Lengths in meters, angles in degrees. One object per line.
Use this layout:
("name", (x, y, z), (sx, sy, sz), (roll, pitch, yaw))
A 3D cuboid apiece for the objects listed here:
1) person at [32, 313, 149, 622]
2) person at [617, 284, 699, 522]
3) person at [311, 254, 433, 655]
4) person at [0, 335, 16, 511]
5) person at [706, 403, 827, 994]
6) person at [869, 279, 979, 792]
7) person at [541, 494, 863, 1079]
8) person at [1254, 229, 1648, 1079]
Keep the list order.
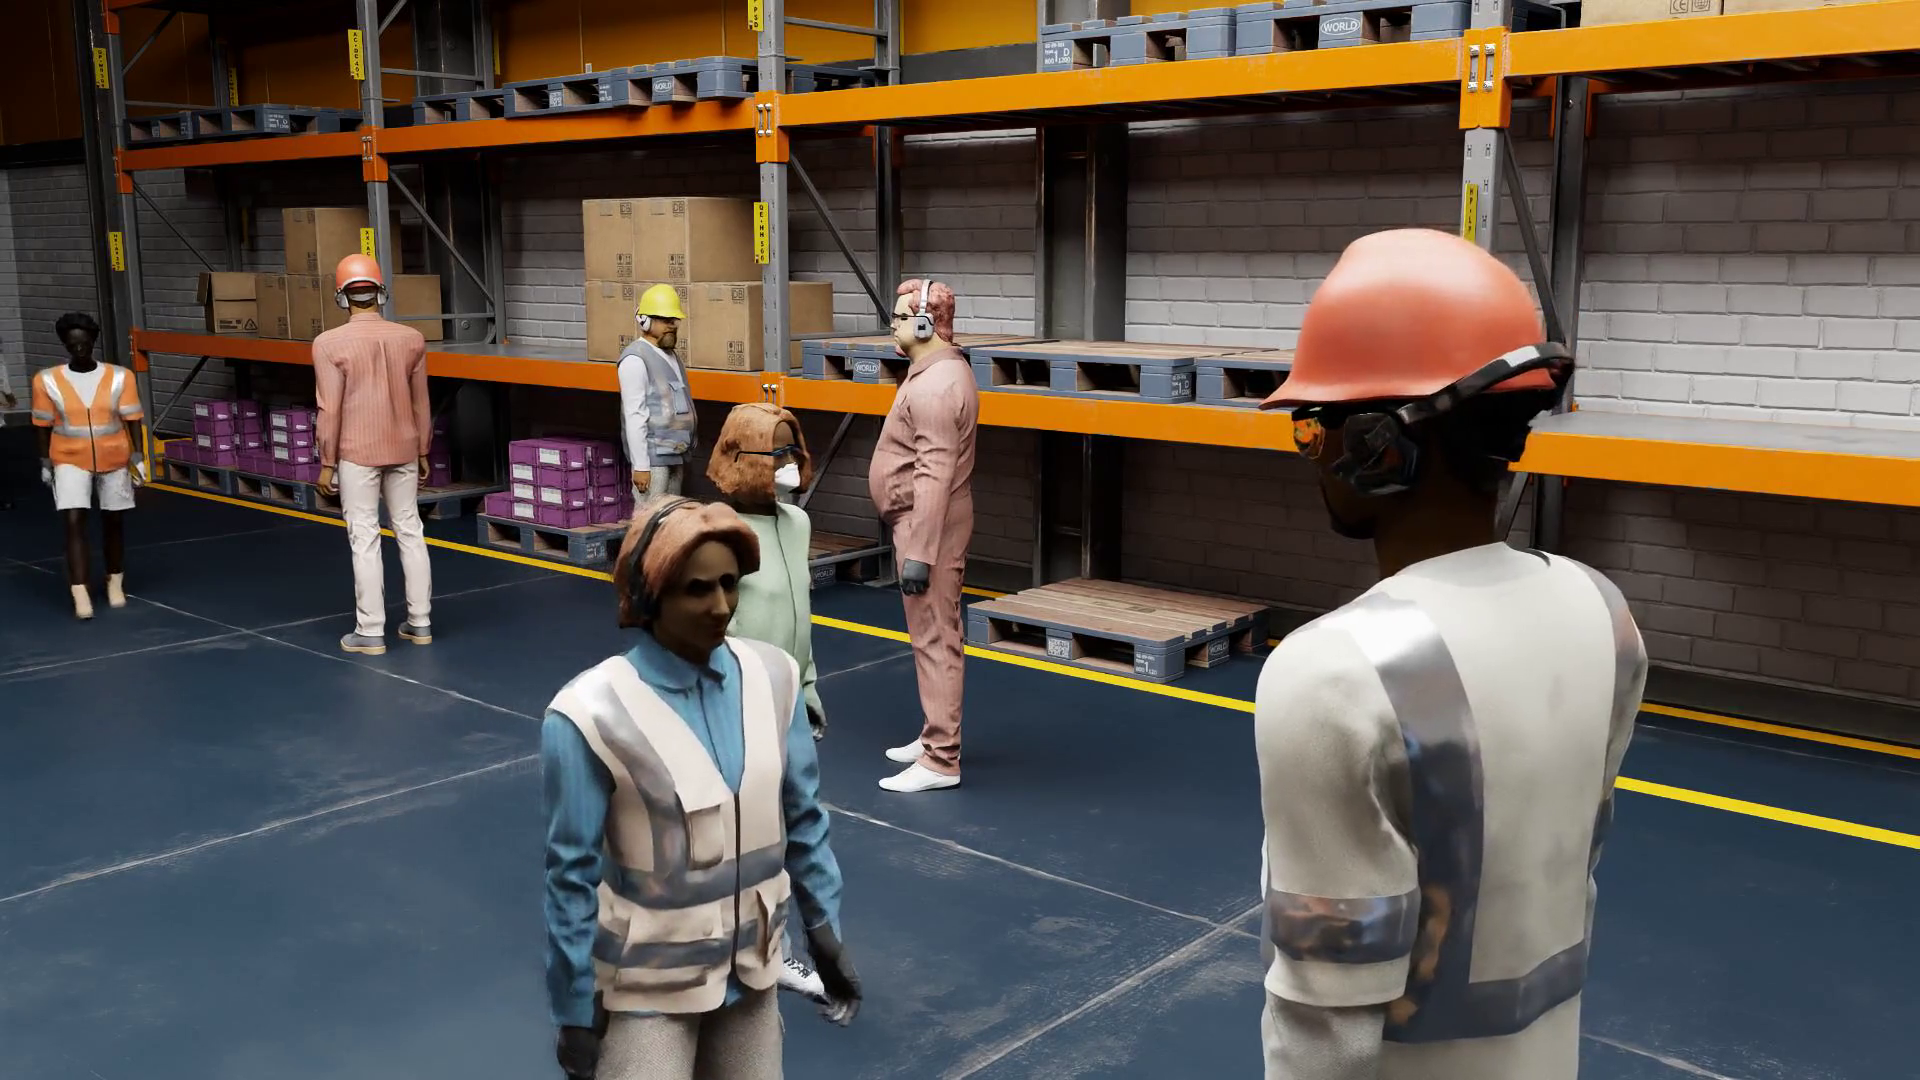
("person", (-4.740, -0.400, 9.105), (0.544, 1.659, 0.789), (-6, 12, -31))
("person", (-1.619, -0.461, 9.008), (0.403, 1.827, 0.600), (2, 10, 11))
("person", (-2.944, -0.425, 8.344), (0.395, 1.988, 0.614), (9, 13, 41))
("person", (-7.698, -1.187, 12.894), (0.808, 1.917, 0.549), (4, 11, 22))
("person", (-0.514, 0.456, 4.341), (0.280, 1.634, 0.498), (5, 11, 25))
("person", (-0.136, -0.015, 6.248), (0.409, 1.908, 0.642), (1, 10, 3))
("person", (-0.428, 0.738, 2.748), (0.357, 1.637, 0.529), (8, 13, 39))
("person", (0.492, 0.679, 1.912), (0.616, 2.039, 0.386), (-9, 14, -43))
